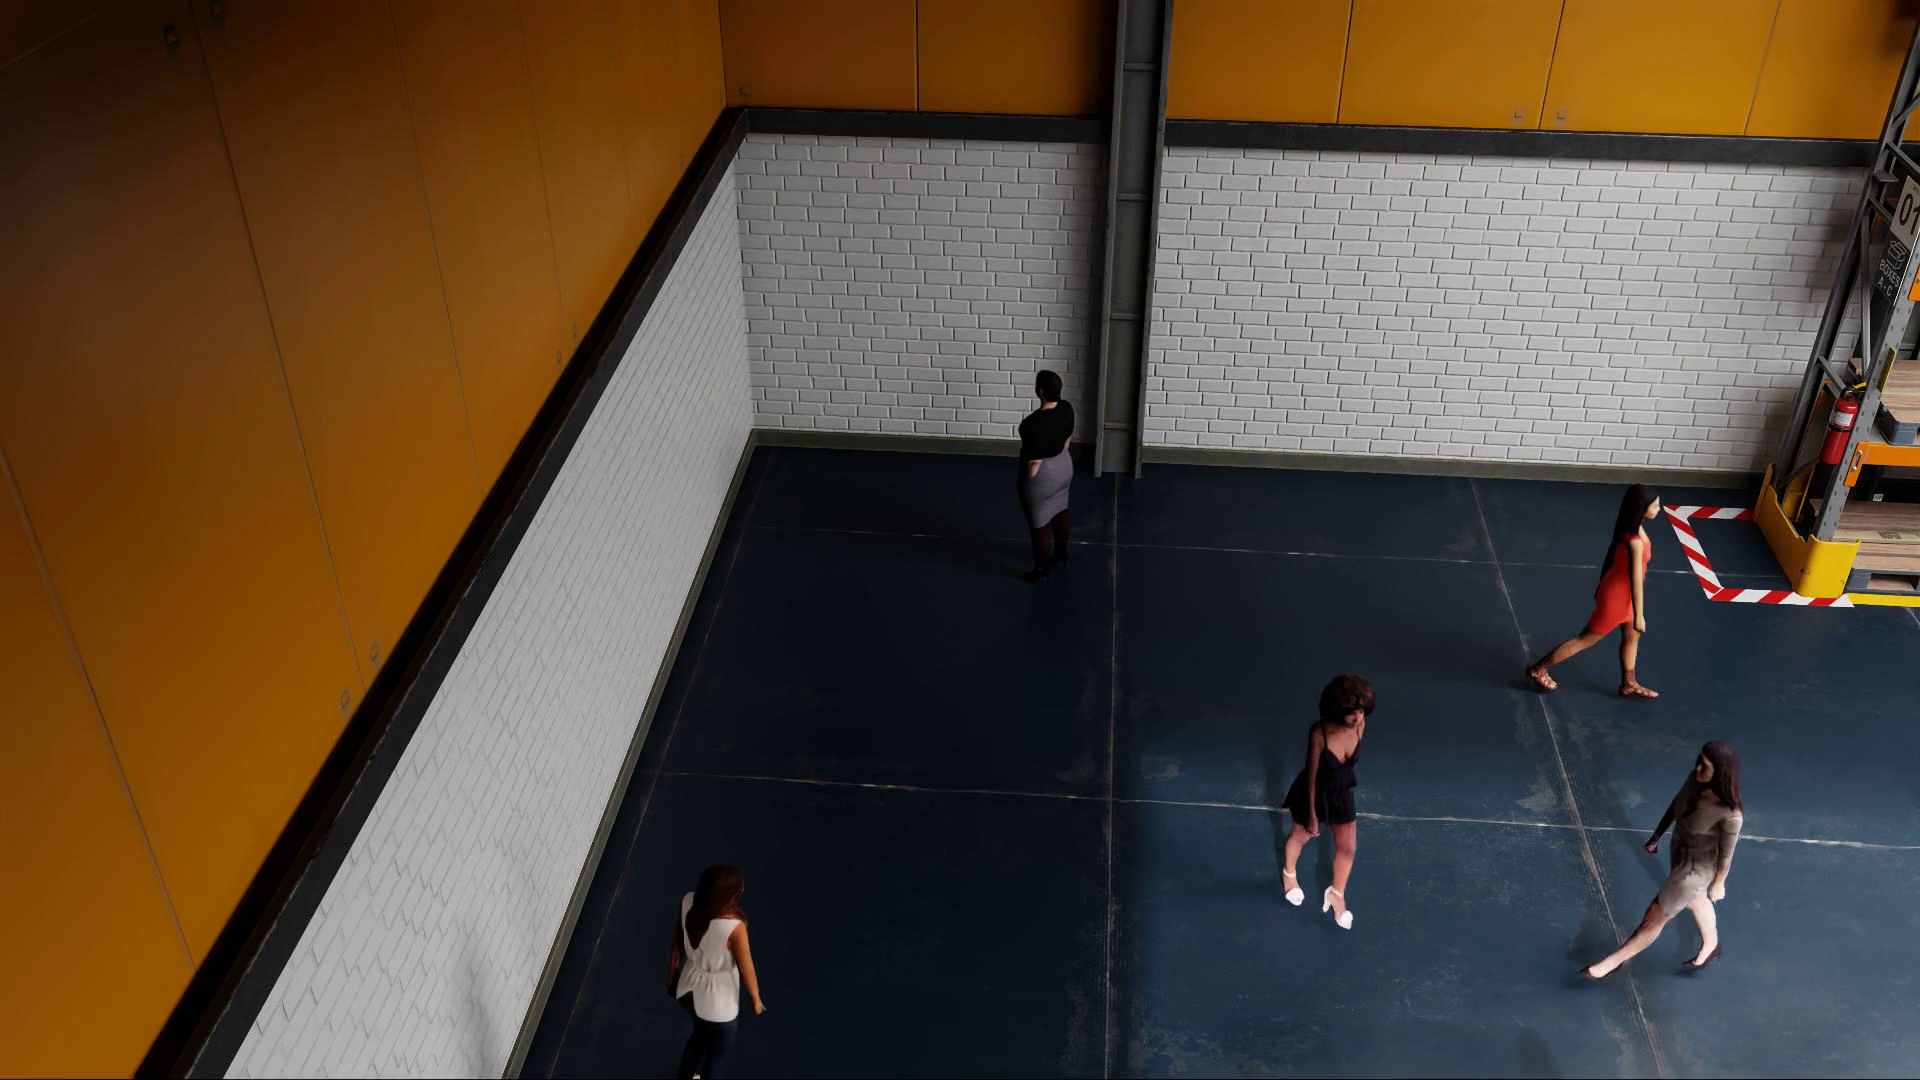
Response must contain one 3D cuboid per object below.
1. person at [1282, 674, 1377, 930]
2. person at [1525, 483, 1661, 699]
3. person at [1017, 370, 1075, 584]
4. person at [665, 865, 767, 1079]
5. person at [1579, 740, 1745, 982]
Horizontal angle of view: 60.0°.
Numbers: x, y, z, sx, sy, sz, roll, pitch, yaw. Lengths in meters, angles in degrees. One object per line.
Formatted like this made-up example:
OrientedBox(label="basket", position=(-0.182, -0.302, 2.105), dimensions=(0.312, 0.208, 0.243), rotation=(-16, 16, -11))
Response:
OrientedBox(label="person", position=(2.042, 1.434, 9.613), dimensions=(0.774, 1.768, 0.771), rotation=(-11, 35, -16))
OrientedBox(label="person", position=(4.353, 0.397, 11.251), dimensions=(1.166, 1.681, 0.700), rotation=(8, 34, 12))
OrientedBox(label="person", position=(0.659, -0.476, 12.496), dimensions=(0.807, 1.759, 0.781), rotation=(24, 41, 32))
OrientedBox(label="person", position=(-1.307, 2.310, 8.315), dimensions=(0.739, 1.747, 0.821), rotation=(16, 37, 22))
OrientedBox(label="person", position=(4.085, 1.796, 9.138), dimensions=(1.138, 1.692, 0.764), rotation=(-4, 34, -6))
